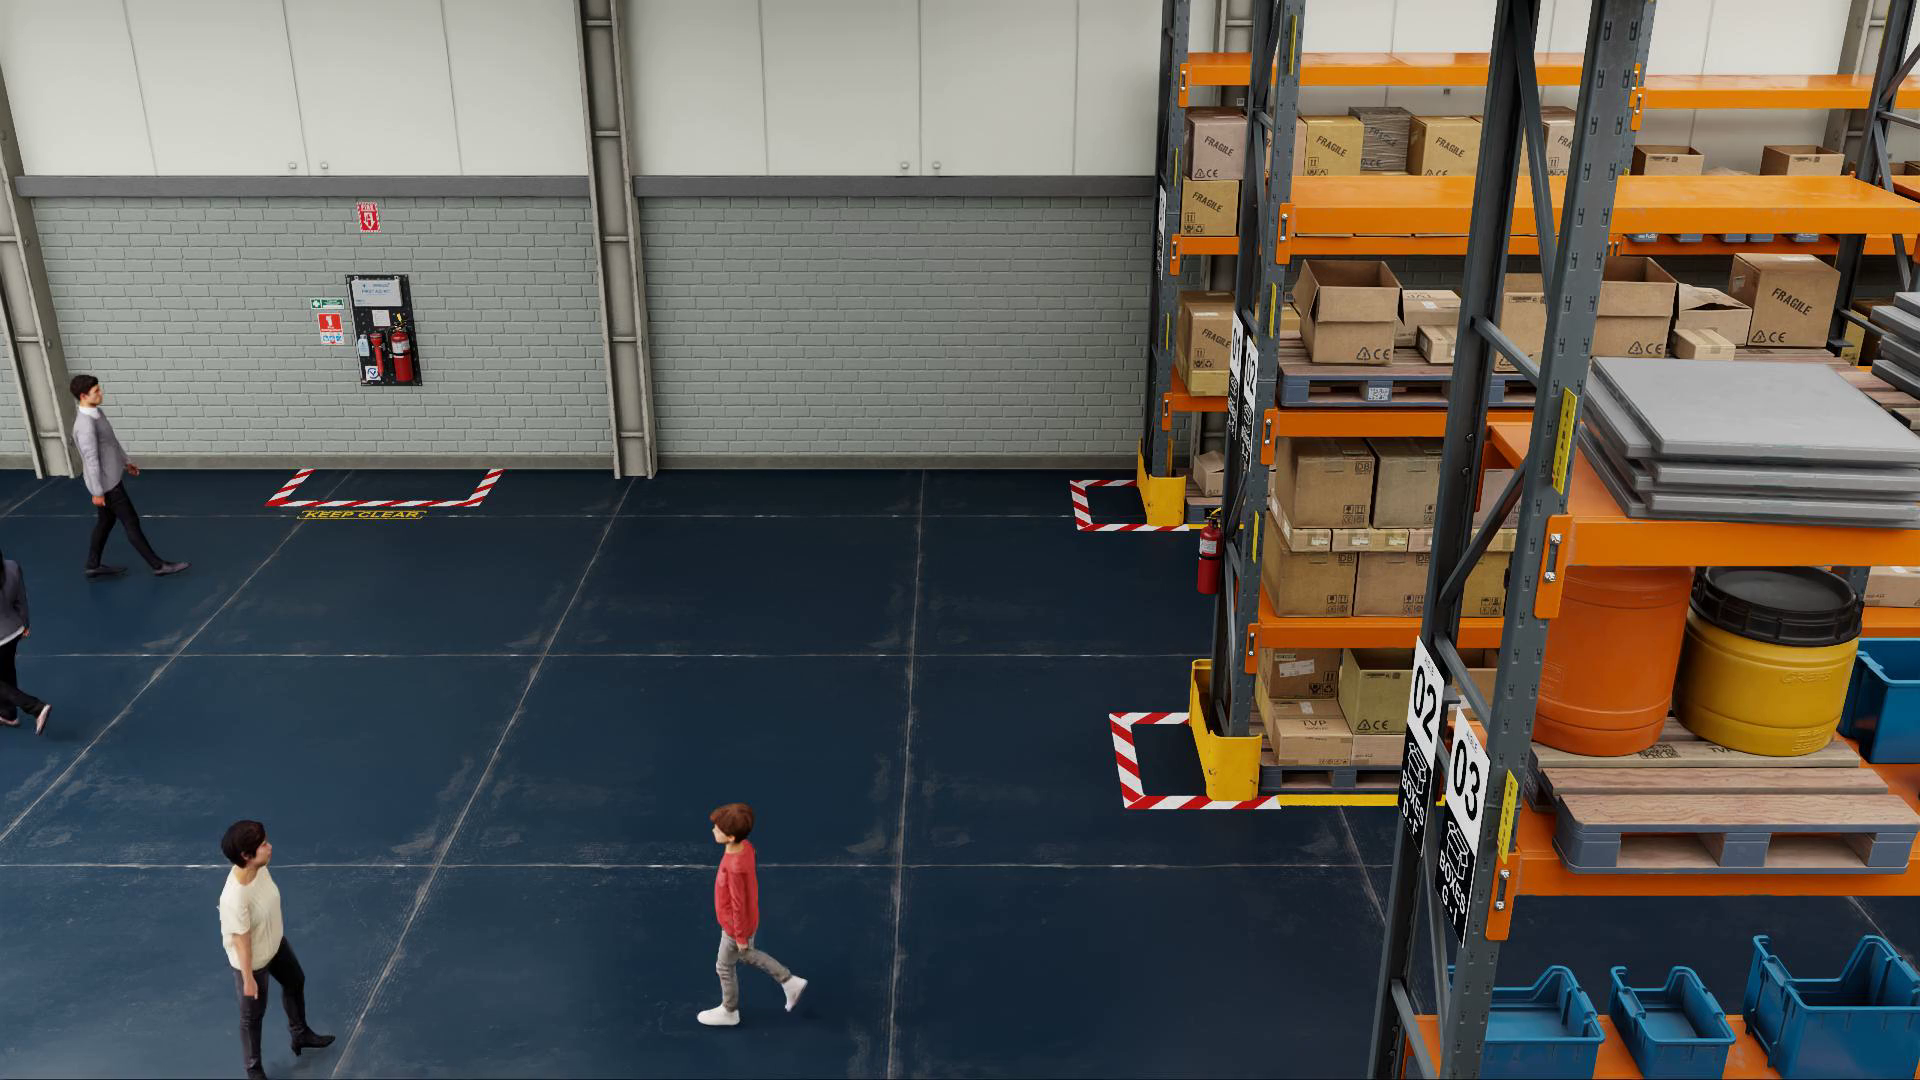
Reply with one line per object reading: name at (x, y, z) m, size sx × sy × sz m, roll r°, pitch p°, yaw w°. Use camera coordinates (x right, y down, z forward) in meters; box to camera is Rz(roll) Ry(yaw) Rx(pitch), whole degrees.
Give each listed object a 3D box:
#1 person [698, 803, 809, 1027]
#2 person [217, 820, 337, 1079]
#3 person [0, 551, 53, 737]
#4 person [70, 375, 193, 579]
person at (-1.137, 2.062, 9.107) m, size 0.829 × 1.400 × 0.527 m, roll 0°, pitch 23°, yaw 1°
person at (-3.682, 2.158, 8.653) m, size 0.577 × 1.579 × 0.626 m, roll 2°, pitch 23°, yaw 6°
person at (-6.952, 0.705, 12.070) m, size 0.946 × 1.578 × 0.756 m, roll 4°, pitch 23°, yaw 10°
person at (-7.549, -0.513, 14.543) m, size 1.235 × 1.885 × 1.026 m, roll -9°, pitch 25°, yaw -21°
